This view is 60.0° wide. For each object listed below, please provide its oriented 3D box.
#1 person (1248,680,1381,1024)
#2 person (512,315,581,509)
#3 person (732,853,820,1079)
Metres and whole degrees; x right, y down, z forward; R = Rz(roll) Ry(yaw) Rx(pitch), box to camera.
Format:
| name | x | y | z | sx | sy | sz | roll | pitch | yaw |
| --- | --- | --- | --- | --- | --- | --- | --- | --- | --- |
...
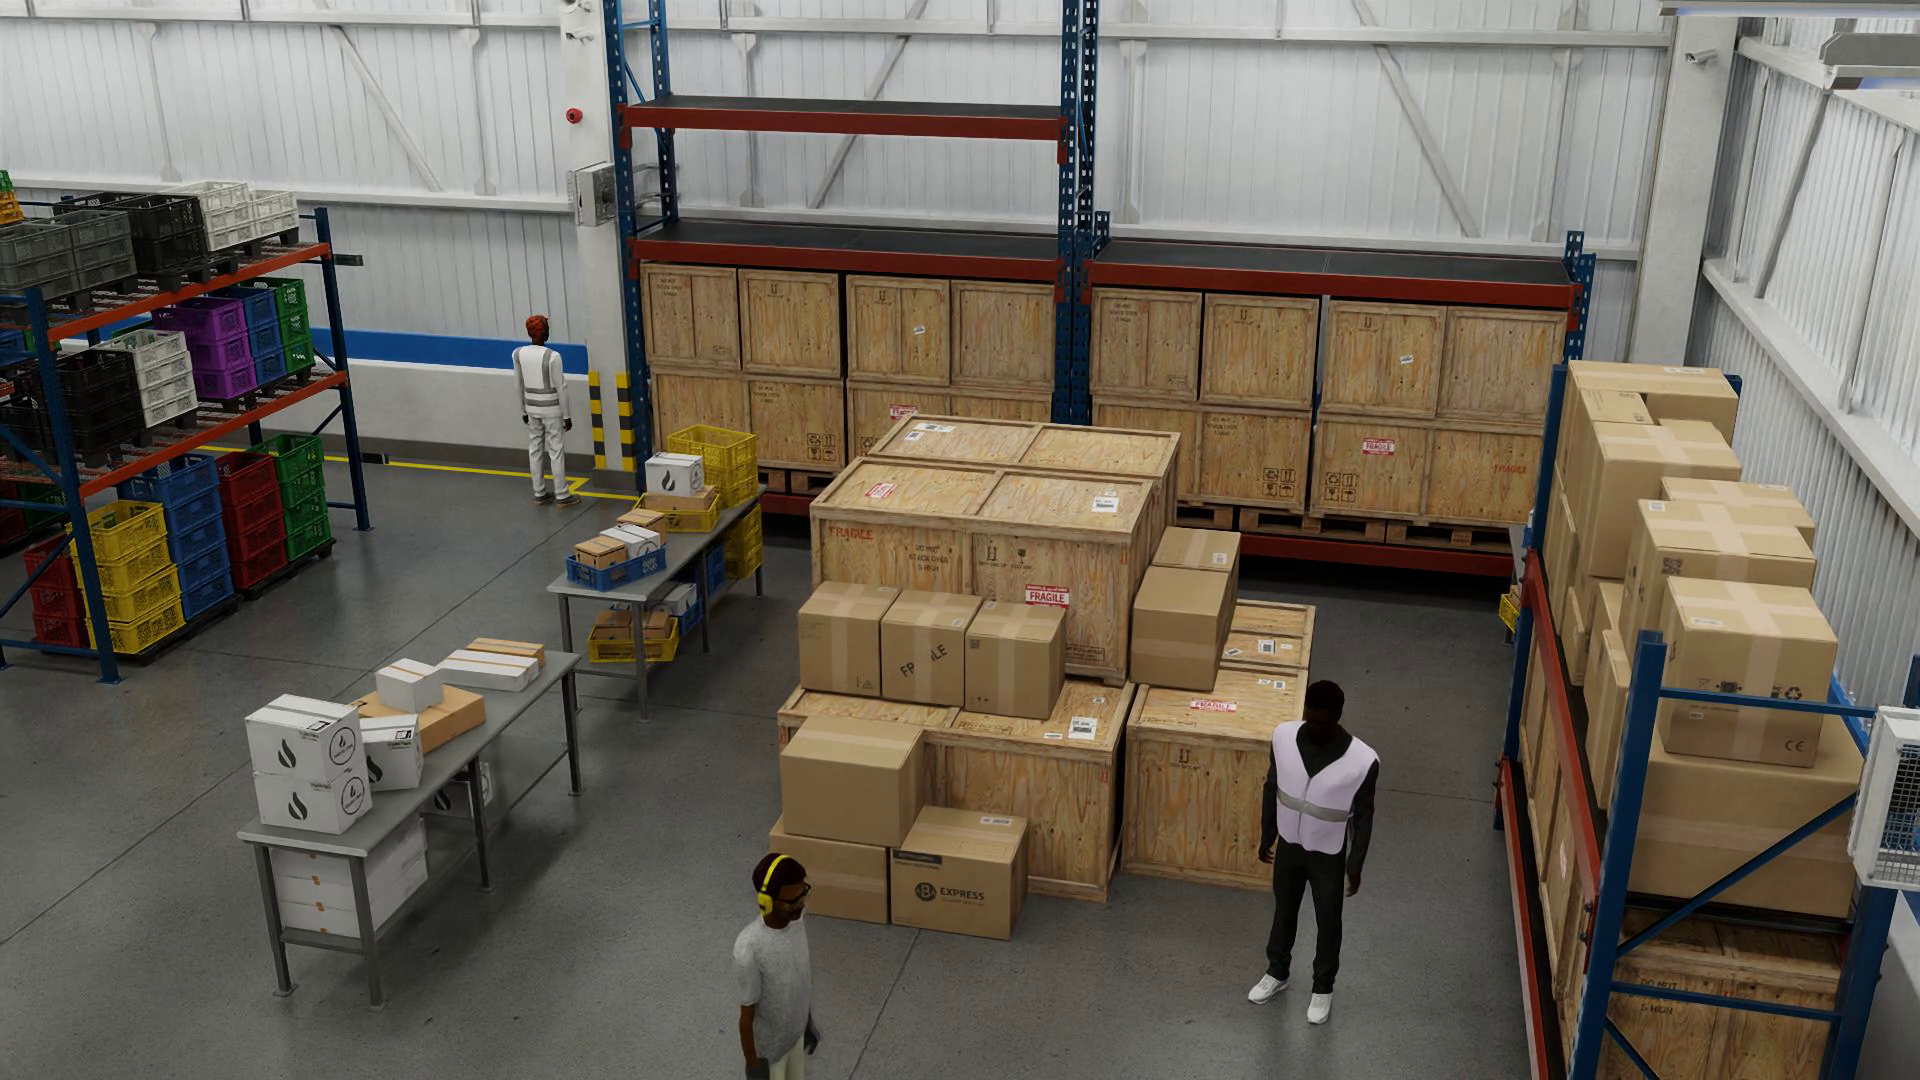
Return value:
| name | x | y | z | sx | sy | sz | roll | pitch | yaw |
| --- | --- | --- | --- | --- | --- | --- | --- | --- | --- |
| person | 1.827 | 1.579 | 8.594 | 0.589 | 1.915 | 0.393 | 13 | 25 | 31 |
| person | -3.985 | -1.231 | 15.987 | 0.574 | 1.883 | 0.355 | 9 | 23 | 22 |
| person | -0.767 | 2.161 | 7.139 | 0.310 | 1.864 | 0.533 | 9 | 23 | 22 |
